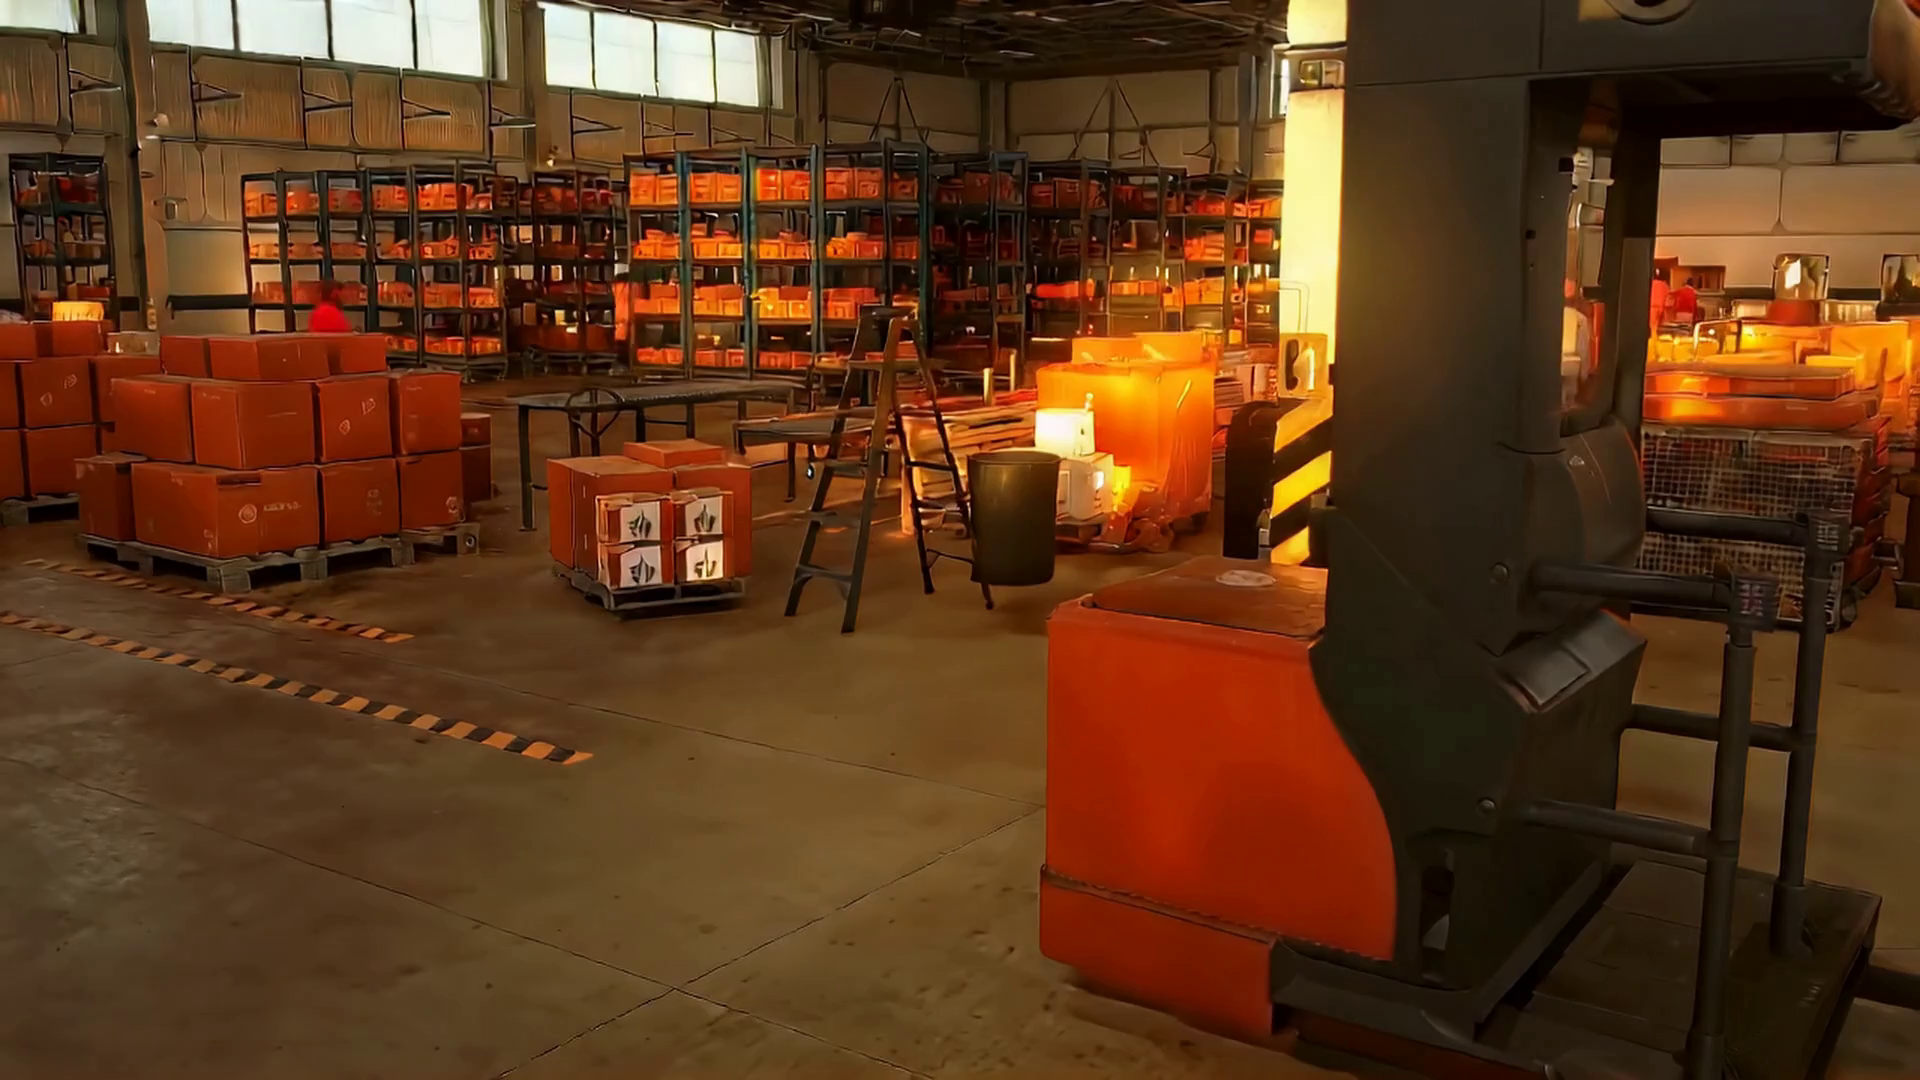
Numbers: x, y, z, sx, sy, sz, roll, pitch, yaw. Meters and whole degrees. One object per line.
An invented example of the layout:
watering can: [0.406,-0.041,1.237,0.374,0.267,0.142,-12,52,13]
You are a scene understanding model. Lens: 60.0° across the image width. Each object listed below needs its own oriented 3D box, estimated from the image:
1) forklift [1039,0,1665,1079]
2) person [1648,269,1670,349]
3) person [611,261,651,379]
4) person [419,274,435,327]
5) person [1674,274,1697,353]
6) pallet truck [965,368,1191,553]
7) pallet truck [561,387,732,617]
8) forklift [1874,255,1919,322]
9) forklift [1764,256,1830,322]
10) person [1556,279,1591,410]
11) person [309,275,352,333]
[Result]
forklift: [1.249,-0.137,4.360,1.873,2.768,1.129,7,12,35]
person: [16.074,-5.337,38.415,0.570,1.840,0.373,3,10,16]
person: [-5.687,-3.793,28.702,0.617,2.018,0.820,7,12,37]
person: [-11.580,-4.893,36.077,0.358,1.743,0.562,4,10,24]
person: [16.024,-4.994,36.669,0.381,1.746,0.533,-3,10,-20]
pallet truck: [0.845,-0.609,11.869,1.630,1.274,0.653,7,12,35]
pallet truck: [-1.981,-0.274,10.088,0.680,1.201,1.601,-5,11,-28]
forklift: [22.089,-5.634,38.796,1.157,1.987,2.680,6,11,33]
forklift: [20.253,-5.854,40.139,1.157,1.987,2.680,7,12,35]
person: [6.841,-2.049,18.907,0.616,1.813,0.442,3,10,19]
person: [-5.929,-1.616,16.134,0.864,1.872,0.680,-7,12,-36]
